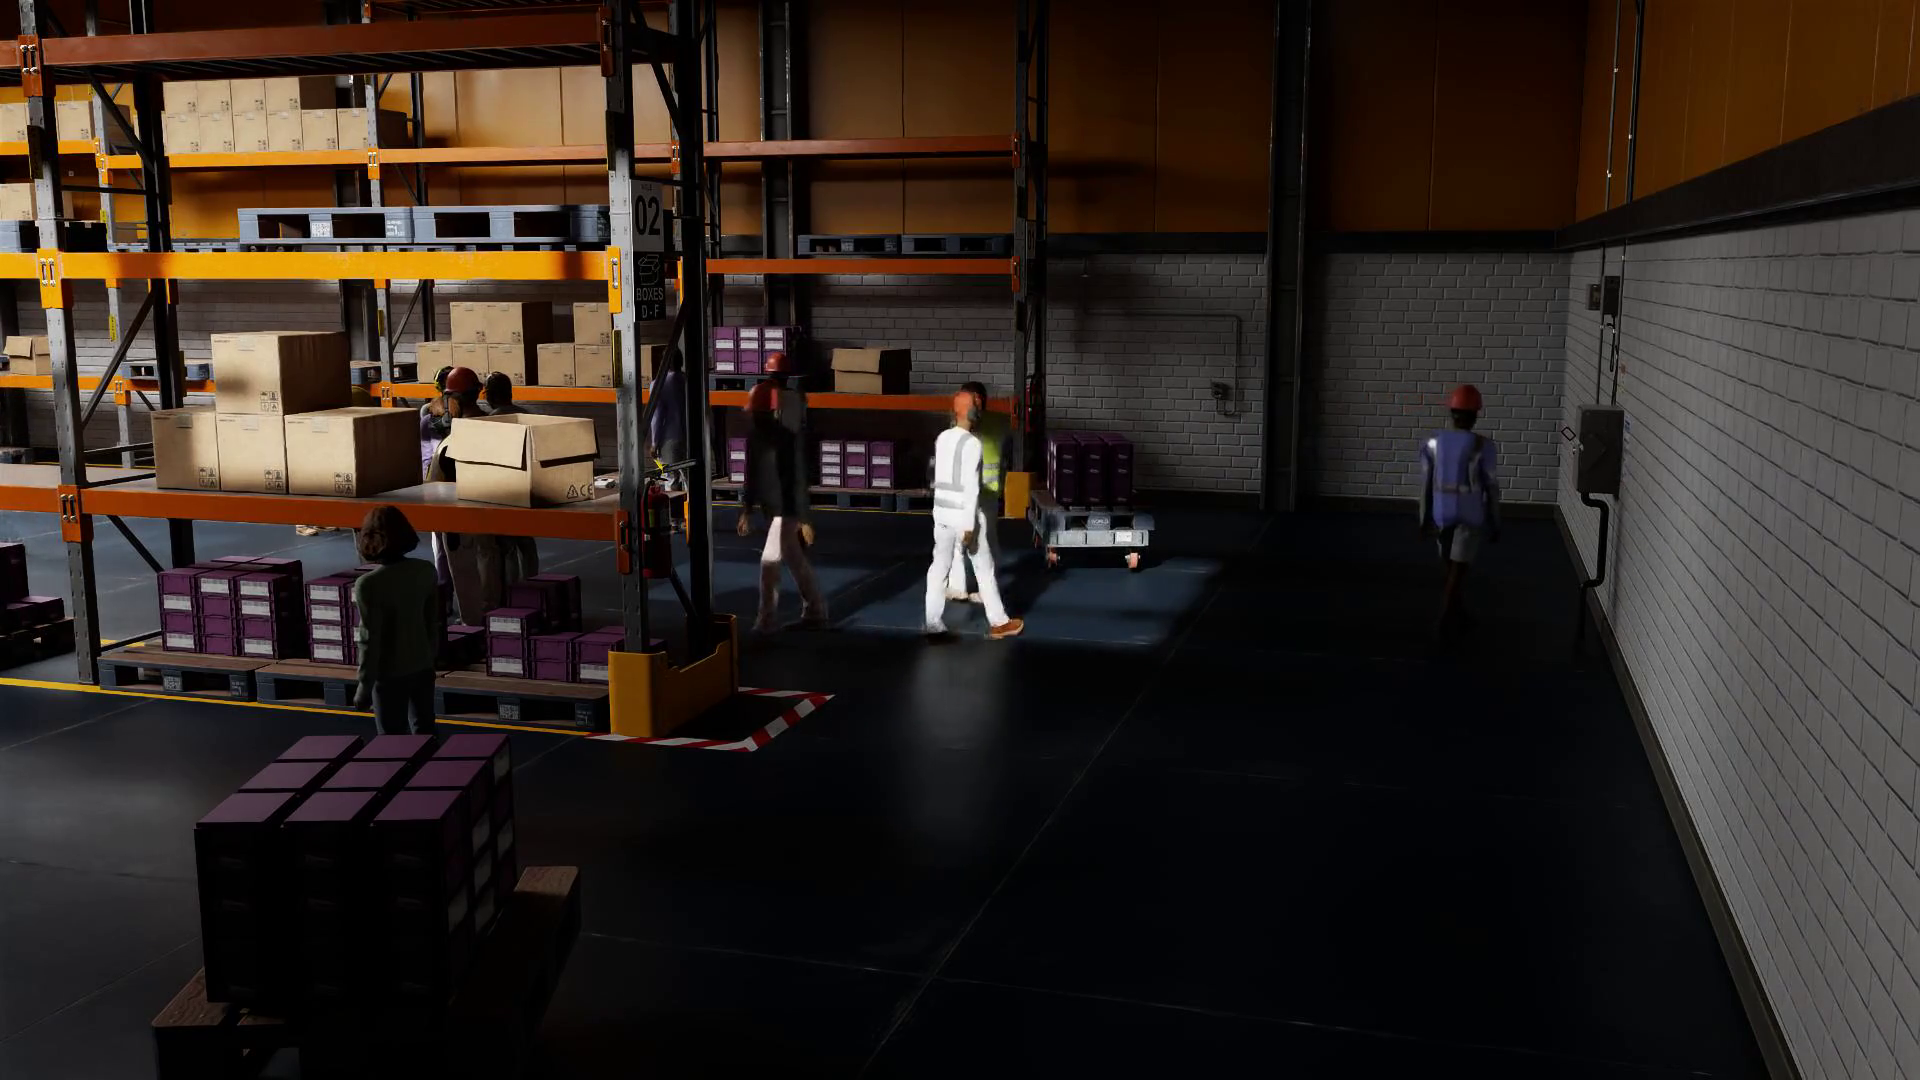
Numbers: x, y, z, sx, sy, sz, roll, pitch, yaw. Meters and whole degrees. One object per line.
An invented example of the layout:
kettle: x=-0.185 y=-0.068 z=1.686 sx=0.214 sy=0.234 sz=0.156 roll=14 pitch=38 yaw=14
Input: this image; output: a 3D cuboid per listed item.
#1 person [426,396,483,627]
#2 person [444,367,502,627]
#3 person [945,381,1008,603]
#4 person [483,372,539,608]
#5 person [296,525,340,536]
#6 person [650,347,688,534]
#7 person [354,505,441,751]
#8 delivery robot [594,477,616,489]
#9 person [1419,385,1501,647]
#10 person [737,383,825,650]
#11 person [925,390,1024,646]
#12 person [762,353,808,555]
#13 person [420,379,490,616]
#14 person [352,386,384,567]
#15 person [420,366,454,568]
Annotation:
person: x=-3.622 y=-0.120 z=11.950 sx=0.431 sy=1.835 sz=0.621 roll=-2 pitch=10 yaw=-13
person: x=-3.706 y=-0.319 z=12.660 sx=0.391 sy=1.991 sz=0.613 roll=0 pitch=9 yaw=1
person: x=0.077 y=-0.384 z=13.553 sx=0.658 sy=1.820 sz=0.629 roll=-9 pitch=13 yaw=-43
person: x=-3.545 y=-0.347 z=13.006 sx=0.373 sy=1.935 sz=0.627 roll=4 pitch=10 yaw=22
person: x=-6.661 y=-0.970 z=17.083 sx=0.429 sy=1.844 sz=0.622 roll=3 pitch=10 yaw=20
person: x=-2.923 y=-1.027 z=17.136 sx=0.372 sy=1.940 sz=0.632 roll=9 pitch=13 yaw=44
person: x=-2.654 y=0.647 z=7.866 sx=0.285 sy=1.632 sz=0.498 roll=4 pitch=10 yaw=24
delivery robot: x=-4.138 y=-0.552 z=18.163 sx=0.707 sy=0.478 sz=0.477 roll=0 pitch=9 yaw=1
person: x=3.660 y=-0.187 z=12.183 sx=0.559 sy=1.890 sz=0.969 roll=9 pitch=13 yaw=42
person: x=-1.313 y=-0.189 z=12.157 sx=0.919 sy=1.918 sz=0.641 roll=-6 pitch=11 yaw=-33
person: x=0.105 y=-0.165 z=12.138 sx=0.908 sy=1.845 sz=0.569 roll=-6 pitch=11 yaw=-34
person: x=-1.681 y=-0.793 z=15.710 sx=0.365 sy=1.939 sz=0.542 roll=8 pitch=12 yaw=41
person: x=-3.914 y=-0.344 z=13.078 sx=0.652 sy=1.904 sz=0.403 roll=-3 pitch=10 yaw=-18
person: x=-4.606 y=-0.268 z=12.828 sx=0.404 sy=1.831 sz=0.600 roll=-2 pitch=10 yaw=-12
person: x=-4.507 y=-0.604 z=14.750 sx=0.323 sy=1.876 sz=0.528 roll=9 pitch=13 yaw=43
